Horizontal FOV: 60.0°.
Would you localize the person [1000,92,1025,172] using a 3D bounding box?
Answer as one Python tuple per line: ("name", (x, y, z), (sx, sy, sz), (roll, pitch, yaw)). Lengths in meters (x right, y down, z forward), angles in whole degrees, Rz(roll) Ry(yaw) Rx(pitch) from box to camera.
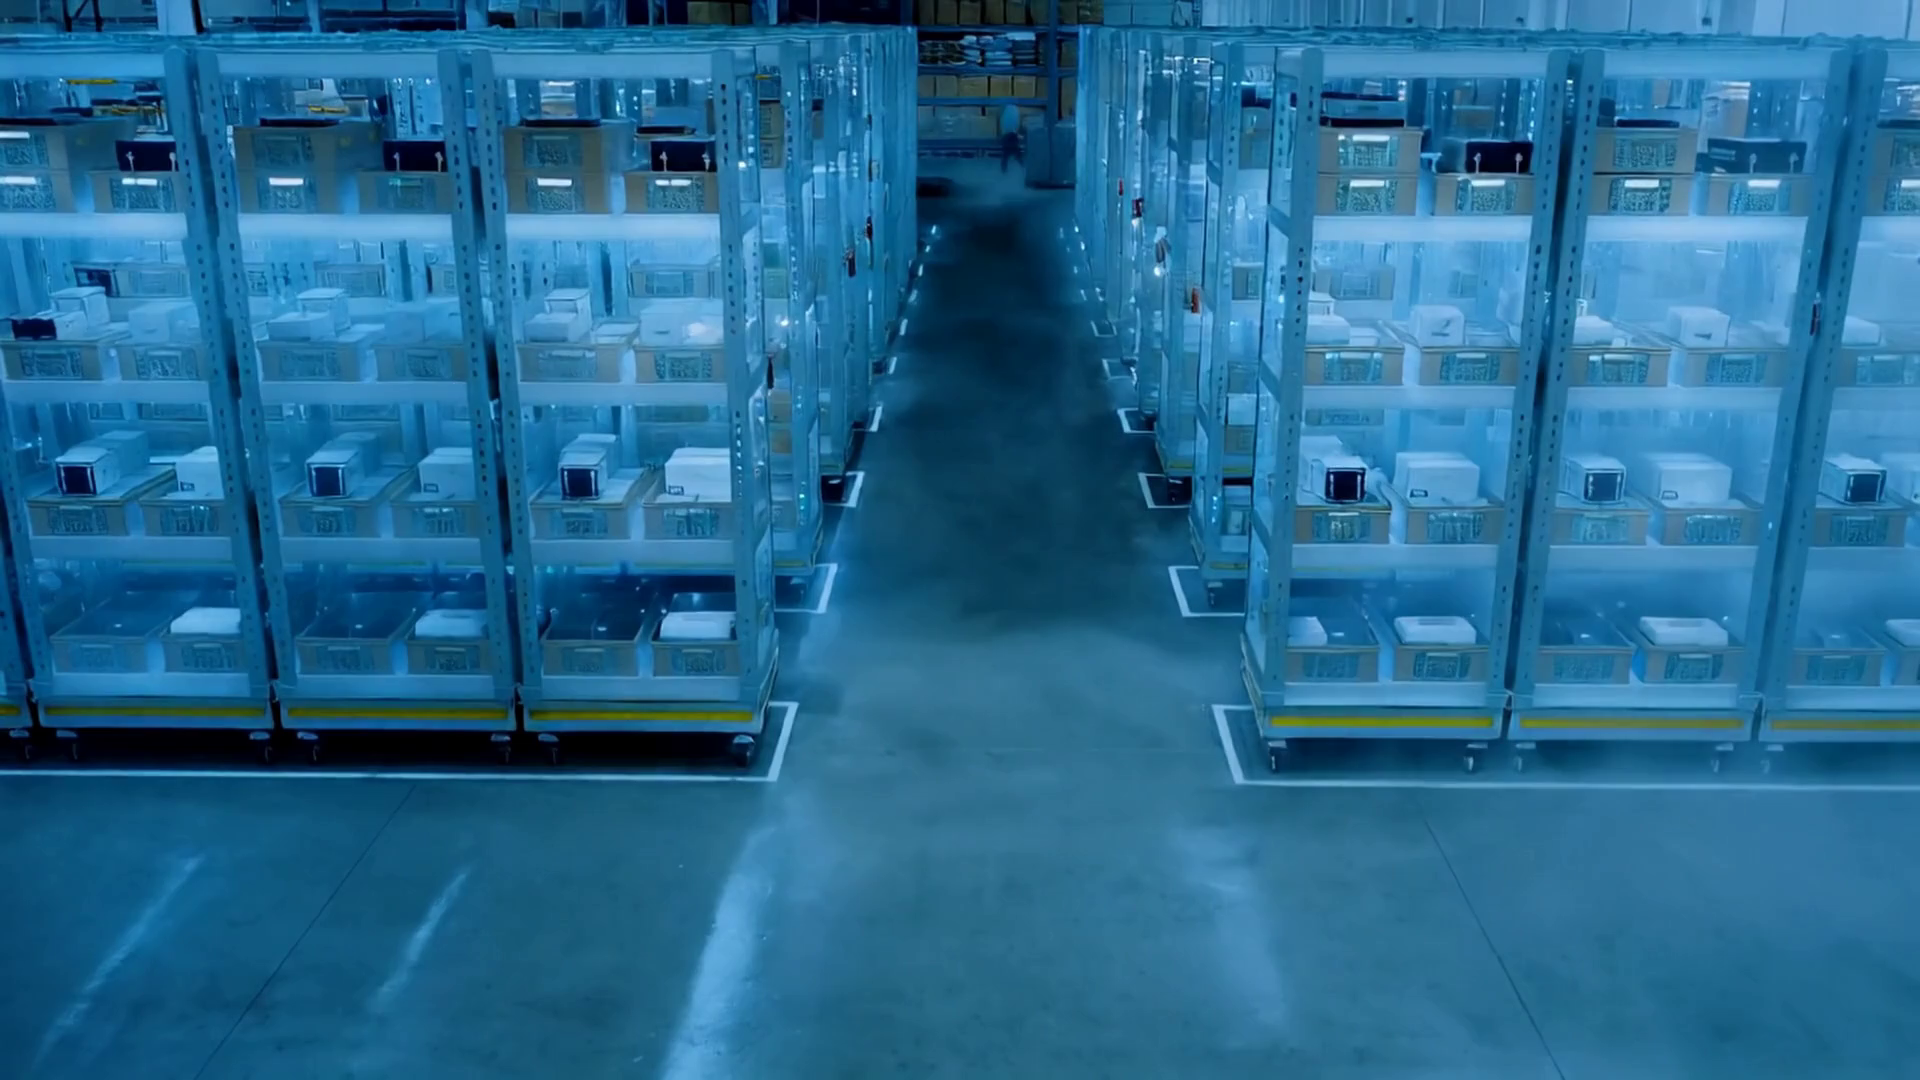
("person", (1.410, -10.251, 41.843), (1.004, 1.939, 0.654), (-9, 20, -28))
